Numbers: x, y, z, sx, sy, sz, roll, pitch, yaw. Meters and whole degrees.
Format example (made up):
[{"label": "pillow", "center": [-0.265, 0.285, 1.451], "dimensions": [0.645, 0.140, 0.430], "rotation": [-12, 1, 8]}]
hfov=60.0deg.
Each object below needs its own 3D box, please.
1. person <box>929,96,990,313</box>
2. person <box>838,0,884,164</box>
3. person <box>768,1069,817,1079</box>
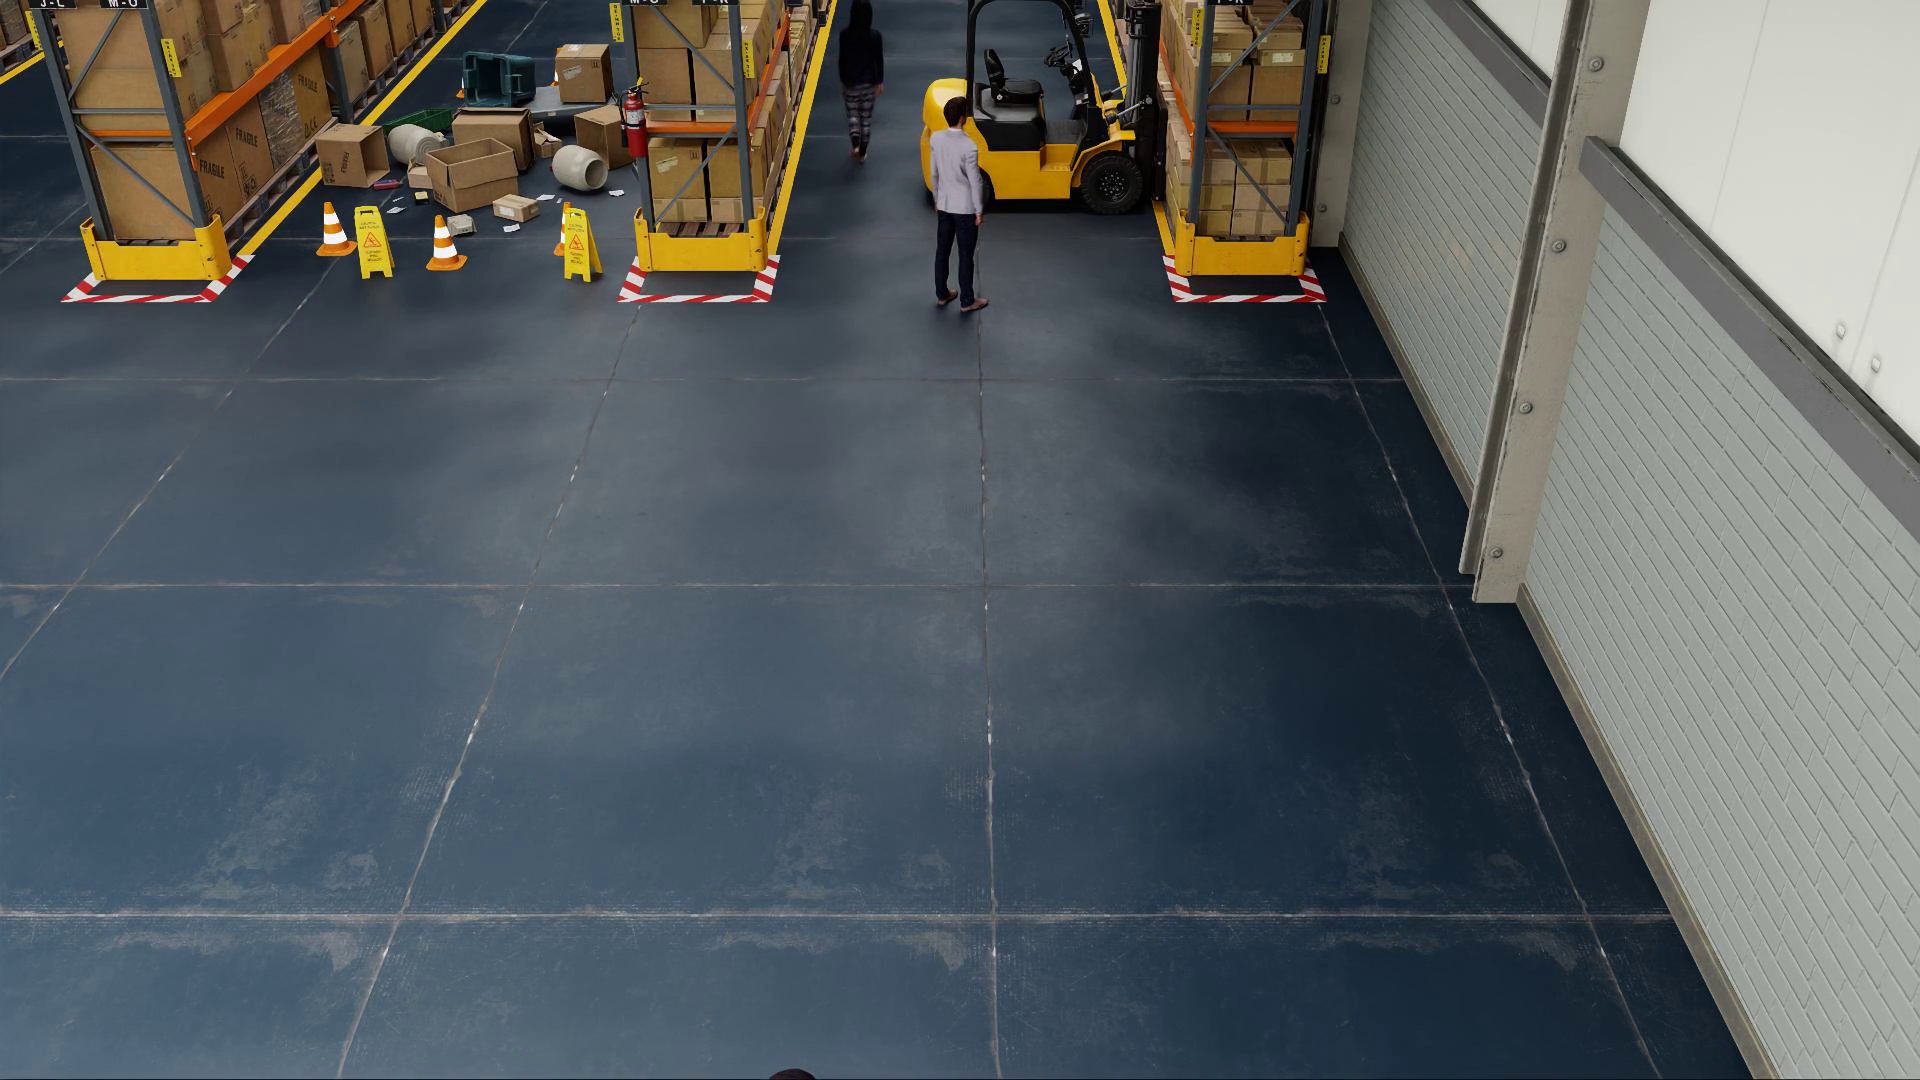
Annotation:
[{"label": "person", "center": [-0.031, -2.873, 14.223], "dimensions": [0.764, 1.853, 0.799], "rotation": [23, 39, 32]}, {"label": "person", "center": [-1.048, -4.754, 17.324], "dimensions": [0.622, 1.725, 0.595], "rotation": [0, 32, 1]}, {"label": "person", "center": [-0.500, 2.478, 5.872], "dimensions": [0.769, 1.712, 0.641], "rotation": [-10, 34, -15]}]
